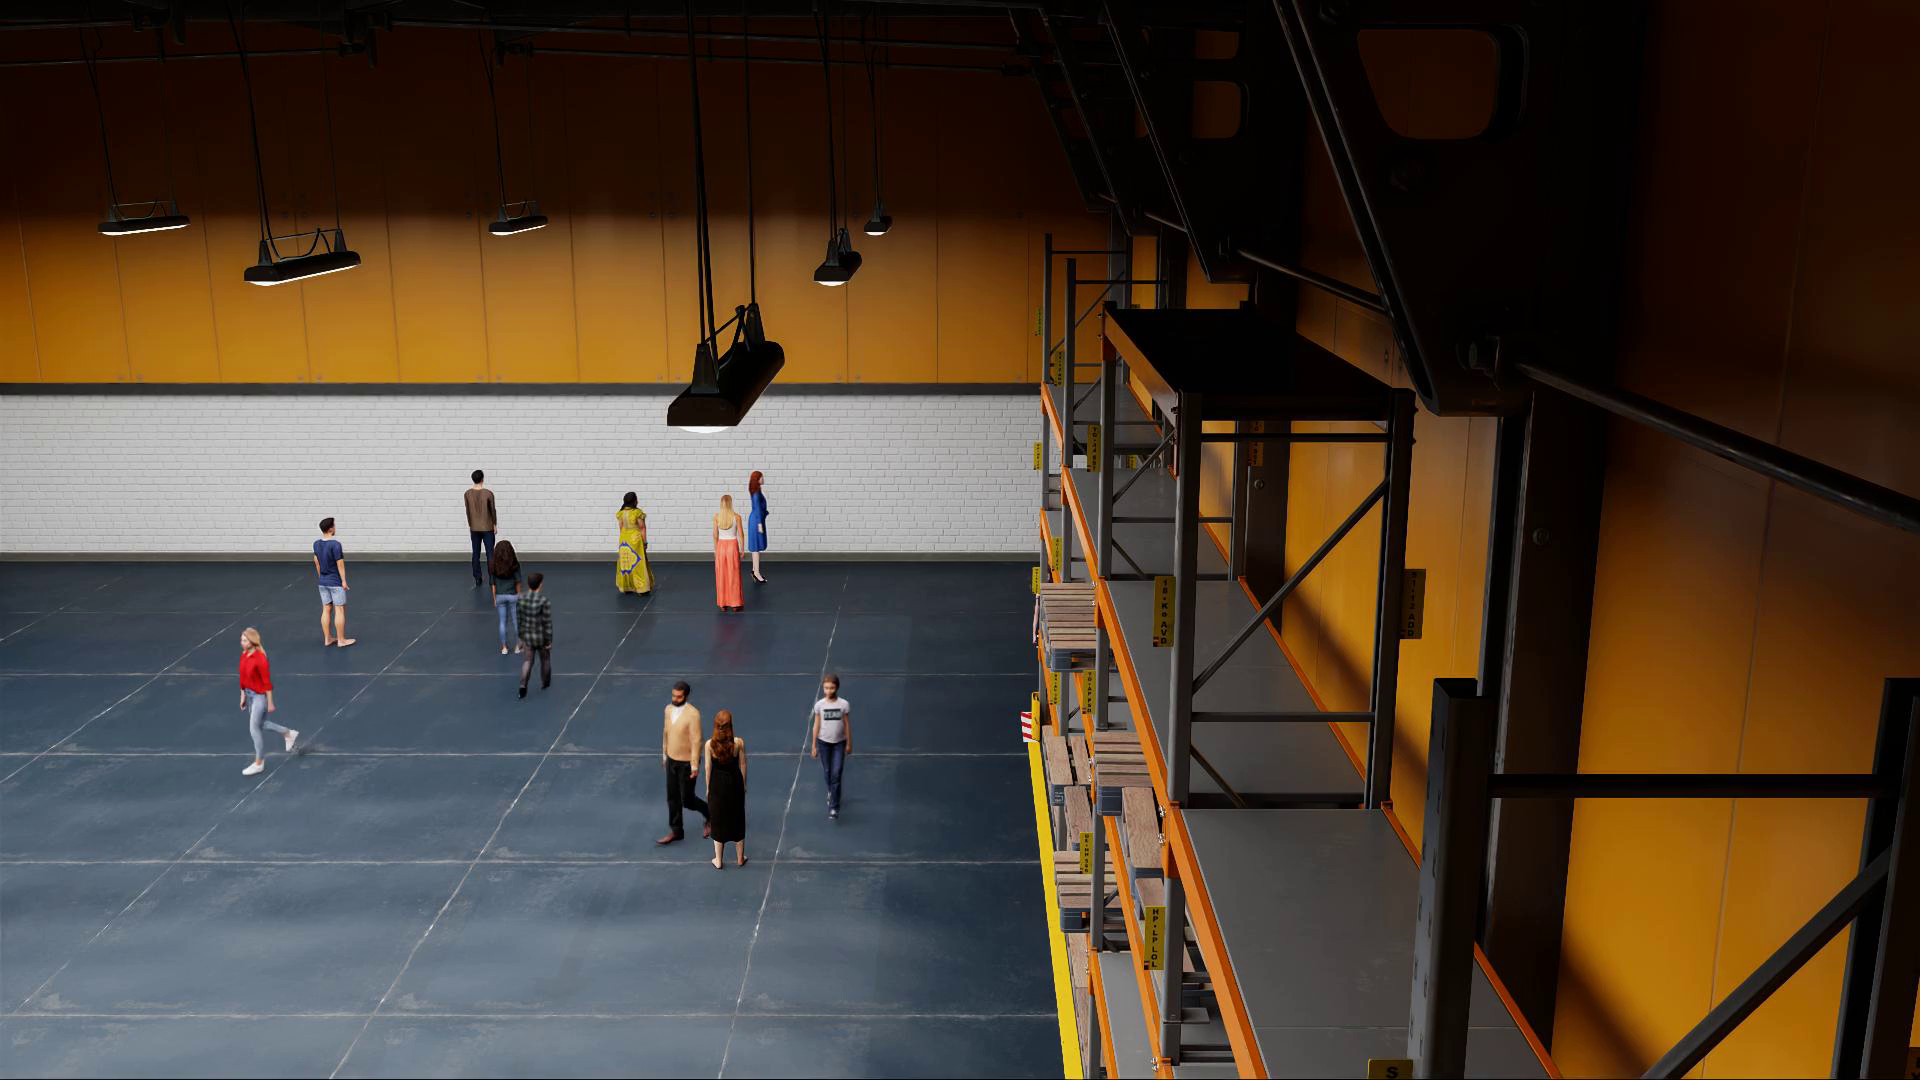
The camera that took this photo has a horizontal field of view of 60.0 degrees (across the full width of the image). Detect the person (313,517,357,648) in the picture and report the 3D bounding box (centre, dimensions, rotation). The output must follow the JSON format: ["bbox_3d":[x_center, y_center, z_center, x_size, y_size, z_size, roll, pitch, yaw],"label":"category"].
[{"bbox_3d":[-8.926,0.593,23.613,0.690,1.846,0.663,5,15,20],"label":"person"}]

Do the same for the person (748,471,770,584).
[{"bbox_3d":[-3.298,-0.224,27.024,0.702,1.828,0.557,-2,14,-9],"label":"person"}]

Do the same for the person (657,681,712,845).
[{"bbox_3d":[-2.767,2.252,16.994,0.963,1.736,1.031,13,19,43],"label":"person"}]

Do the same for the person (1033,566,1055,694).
[{"bbox_3d":[1.169,1.174,21.432,0.672,1.742,0.693,9,16,32],"label":"person"}]

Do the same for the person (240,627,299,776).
[{"bbox_3d":[-7.938,1.800,18.961,0.954,1.688,1.061,10,17,35],"label":"person"}]

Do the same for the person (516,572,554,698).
[{"bbox_3d":[-5.582,1.268,21.675,0.713,1.696,0.965,1,14,6],"label":"person"}]

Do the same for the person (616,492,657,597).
[{"bbox_3d":[-5.165,0.045,26.270,0.966,1.660,0.937,5,15,21],"label":"person"}]

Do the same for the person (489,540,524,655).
[{"bbox_3d":[-6.337,0.793,23.272,0.580,1.616,0.564,0,14,-1],"label":"person"}]

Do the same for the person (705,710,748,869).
[{"bbox_3d":[-2.309,2.451,16.409,0.620,1.625,0.636,-3,14,-14],"label":"person"}]

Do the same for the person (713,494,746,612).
[{"bbox_3d":[-3.543,0.188,25.379,0.658,1.802,0.609,2,14,7],"label":"person"}]

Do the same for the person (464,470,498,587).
[{"bbox_3d":[-7.712,-0.207,26.823,0.644,1.889,0.562,0,14,2],"label":"person"}]

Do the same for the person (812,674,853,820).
[{"bbox_3d":[-1.370,2.165,17.820,0.571,1.517,1.070,0,14,2],"label":"person"}]
